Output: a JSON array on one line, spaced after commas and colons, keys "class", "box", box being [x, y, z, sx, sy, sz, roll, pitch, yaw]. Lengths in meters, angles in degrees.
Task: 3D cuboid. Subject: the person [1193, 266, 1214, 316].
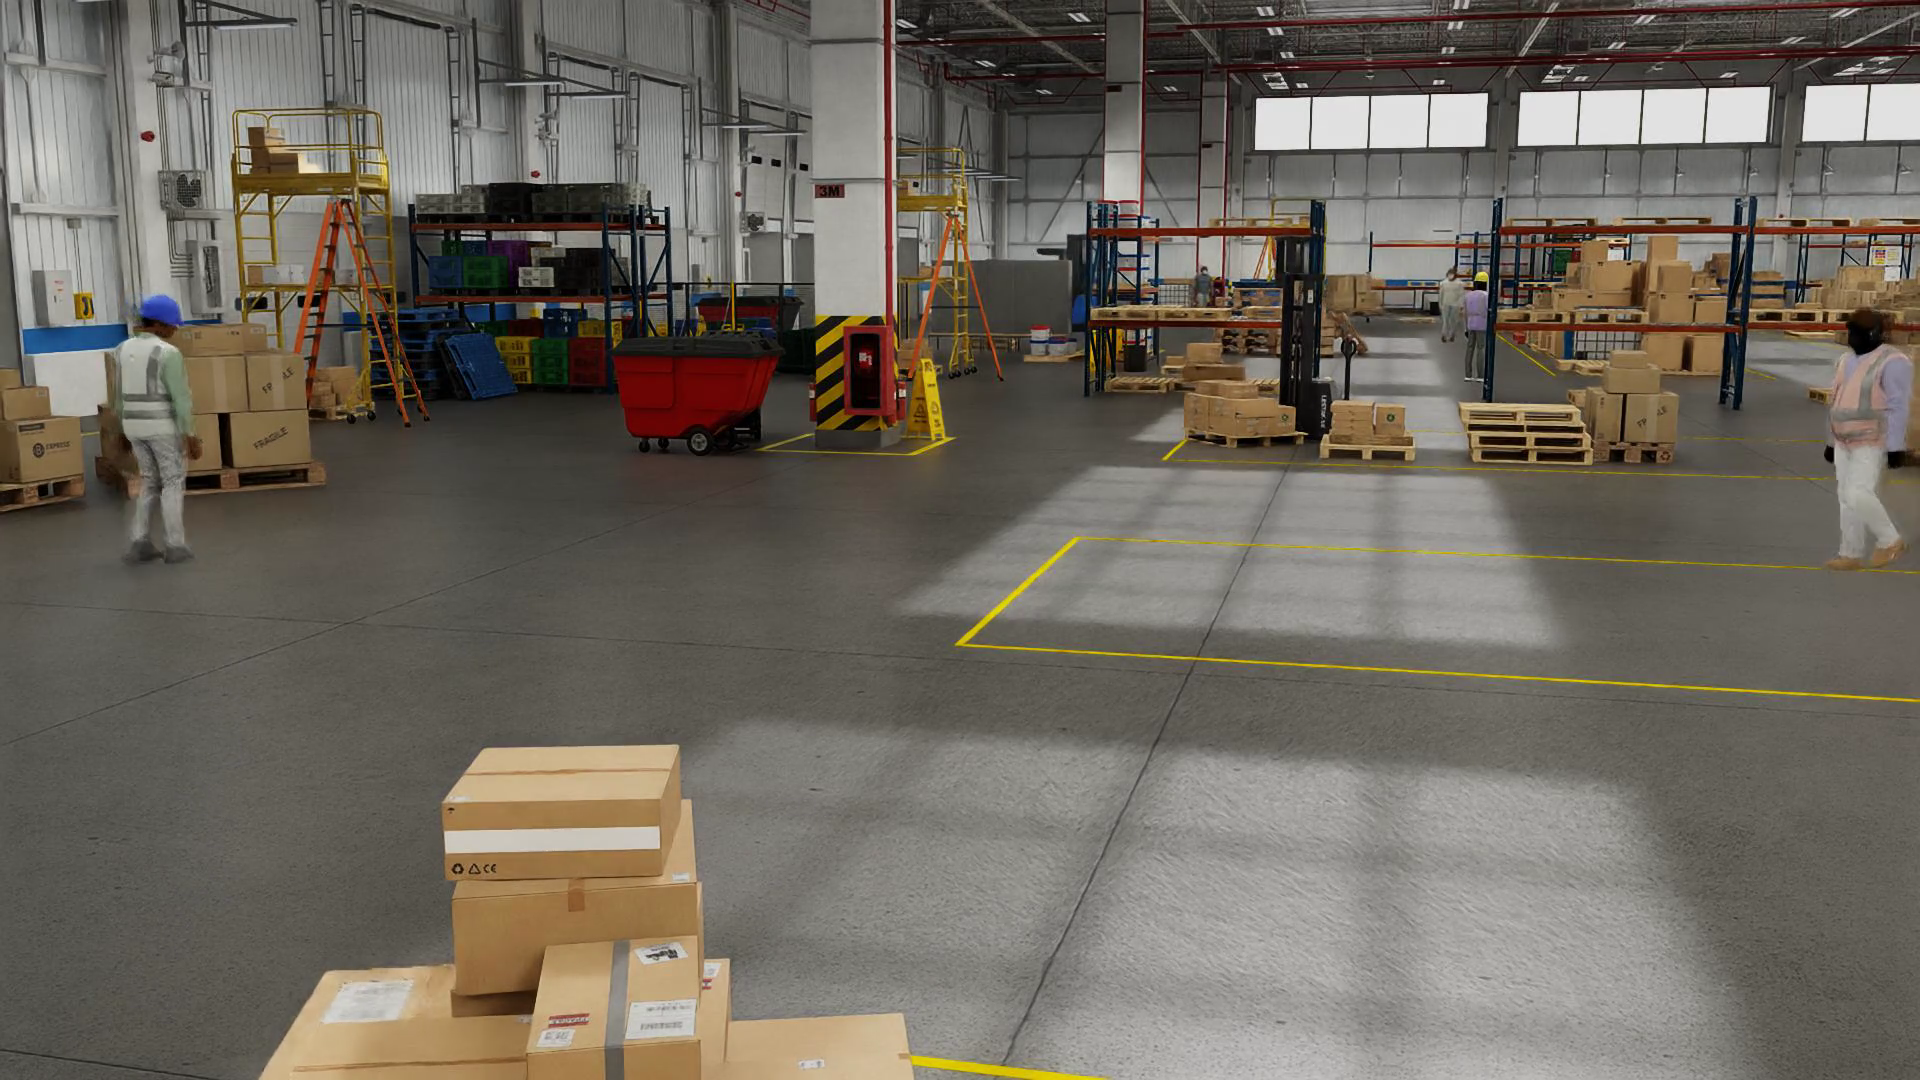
[{"class": "person", "box": [8.062, -8.077, 54.876, 0.656, 1.883, 1.004, -1, 10, -7]}]

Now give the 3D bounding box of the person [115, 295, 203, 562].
[{"class": "person", "box": [-5.706, -0.769, 11.836, 0.644, 1.906, 0.429, 4, 11, 24]}]

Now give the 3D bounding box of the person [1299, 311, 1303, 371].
[{"class": "person", "box": [6.732, -4.103, 31.941, 0.487, 1.738, 0.333, -8, 13, -40]}]

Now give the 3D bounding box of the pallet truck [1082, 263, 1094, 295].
[{"class": "pallet truck", "box": [4.325, -8.180, 55.162, 0.823, 1.965, 1.885, 6, 11, 31]}]

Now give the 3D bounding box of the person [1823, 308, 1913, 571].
[{"class": "person", "box": [6.201, -0.668, 11.431, 0.431, 1.832, 0.630, -1, 10, -7]}]

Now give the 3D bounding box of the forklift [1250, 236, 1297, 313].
[{"class": "forklift", "box": [9.965, -7.933, 51.113, 1.873, 2.768, 1.129, -2, 10, -14]}]

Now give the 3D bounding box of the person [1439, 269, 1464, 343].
[{"class": "person", "box": [12.645, -6.031, 42.844, 0.648, 1.892, 1.023, 4, 10, 23]}]

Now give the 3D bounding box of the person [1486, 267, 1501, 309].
[{"class": "person", "box": [15.616, -7.082, 48.954, 0.560, 1.914, 0.711, 2, 10, 12]}]

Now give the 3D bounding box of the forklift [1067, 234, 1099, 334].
[{"class": "forklift", "box": [3.295, -7.323, 47.520, 1.873, 2.768, 1.129, 2, 10, 14]}]

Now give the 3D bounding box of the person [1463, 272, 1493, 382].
[{"class": "person", "box": [9.085, -3.723, 29.127, 0.367, 1.927, 0.590, -7, 12, -35]}]

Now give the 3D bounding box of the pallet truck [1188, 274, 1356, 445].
[{"class": "pallet truck", "box": [3.653, -2.138, 19.590, 1.885, 1.965, 0.823, -4, 10, -20]}]
